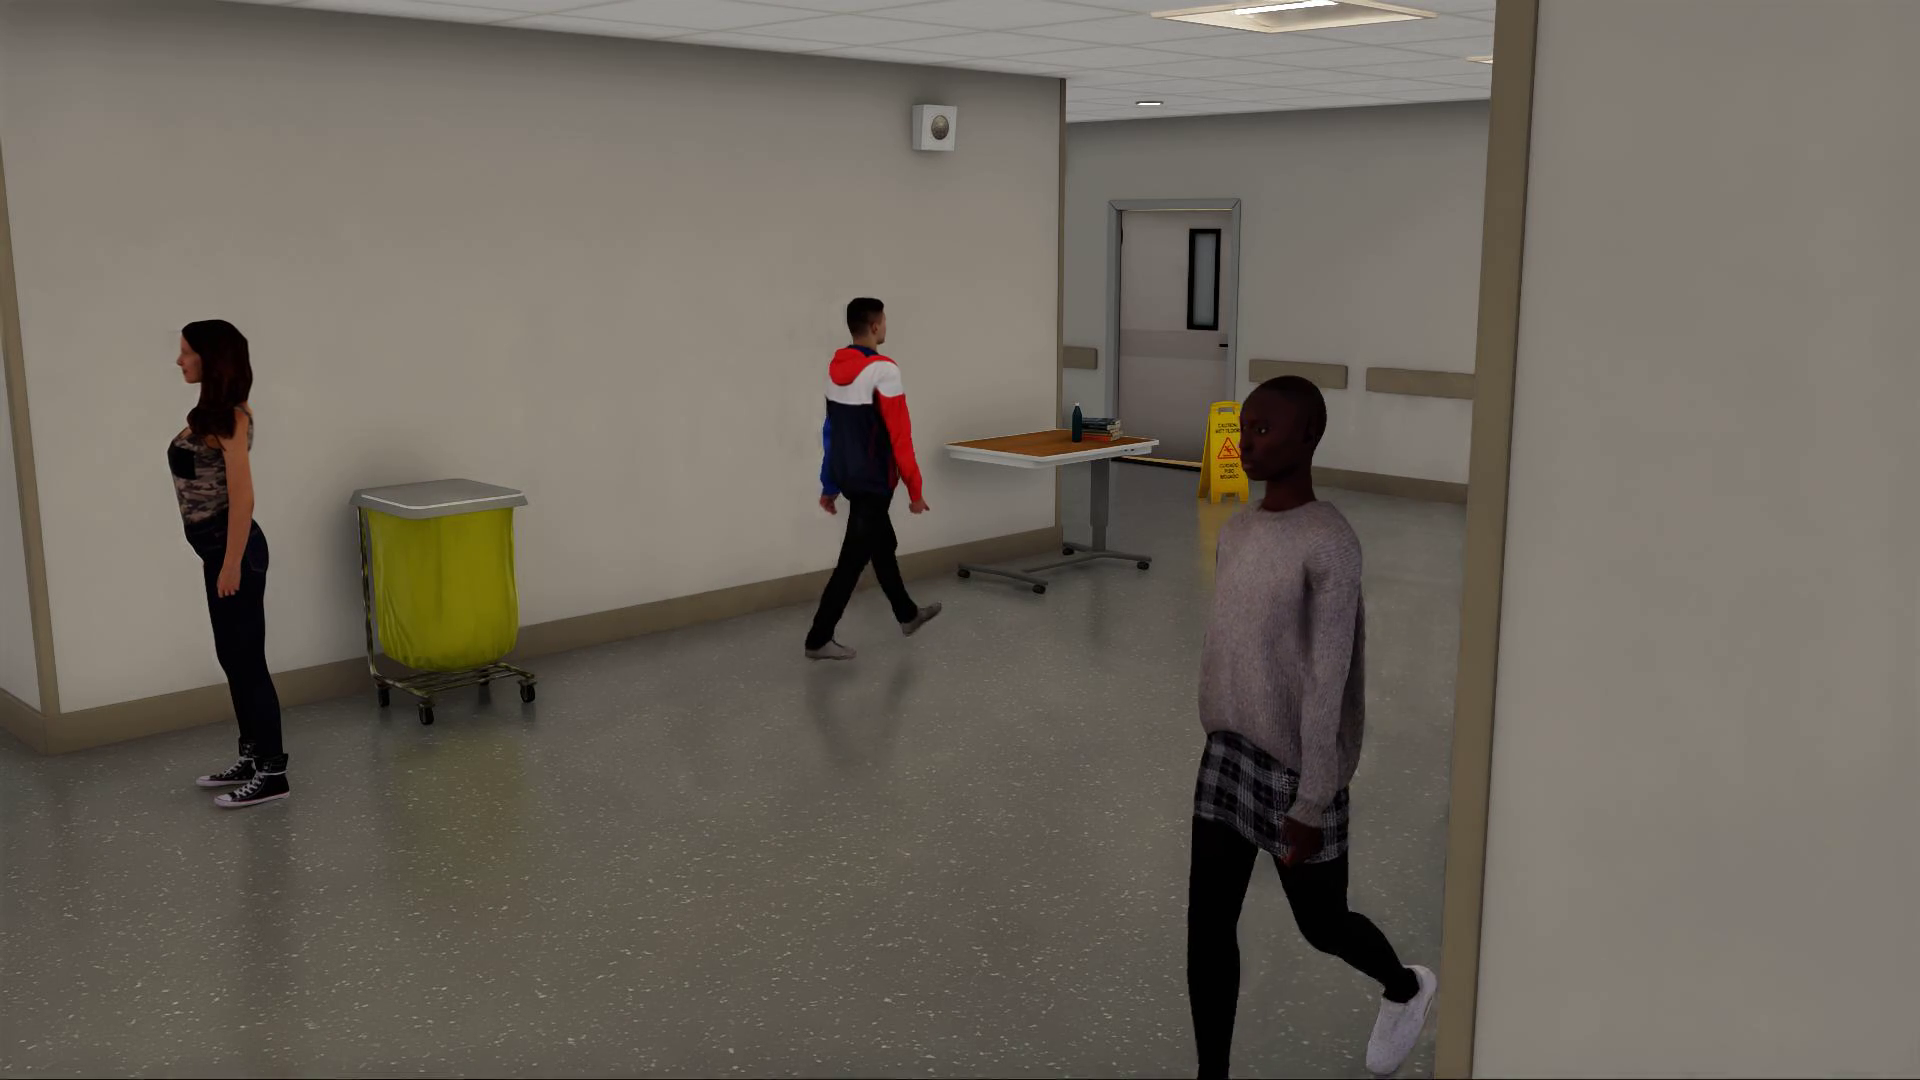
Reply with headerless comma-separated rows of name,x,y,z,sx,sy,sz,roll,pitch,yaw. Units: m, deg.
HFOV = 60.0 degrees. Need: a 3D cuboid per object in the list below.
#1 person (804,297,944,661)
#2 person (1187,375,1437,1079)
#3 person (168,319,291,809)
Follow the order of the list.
person,-0.517,-0.242,7.927,0.736,1.705,1.121,-10,14,-41
person,0.805,0.519,3.794,0.840,1.751,1.092,-7,13,-32
person,-2.650,0.079,6.063,0.704,1.770,0.526,-7,13,-33
